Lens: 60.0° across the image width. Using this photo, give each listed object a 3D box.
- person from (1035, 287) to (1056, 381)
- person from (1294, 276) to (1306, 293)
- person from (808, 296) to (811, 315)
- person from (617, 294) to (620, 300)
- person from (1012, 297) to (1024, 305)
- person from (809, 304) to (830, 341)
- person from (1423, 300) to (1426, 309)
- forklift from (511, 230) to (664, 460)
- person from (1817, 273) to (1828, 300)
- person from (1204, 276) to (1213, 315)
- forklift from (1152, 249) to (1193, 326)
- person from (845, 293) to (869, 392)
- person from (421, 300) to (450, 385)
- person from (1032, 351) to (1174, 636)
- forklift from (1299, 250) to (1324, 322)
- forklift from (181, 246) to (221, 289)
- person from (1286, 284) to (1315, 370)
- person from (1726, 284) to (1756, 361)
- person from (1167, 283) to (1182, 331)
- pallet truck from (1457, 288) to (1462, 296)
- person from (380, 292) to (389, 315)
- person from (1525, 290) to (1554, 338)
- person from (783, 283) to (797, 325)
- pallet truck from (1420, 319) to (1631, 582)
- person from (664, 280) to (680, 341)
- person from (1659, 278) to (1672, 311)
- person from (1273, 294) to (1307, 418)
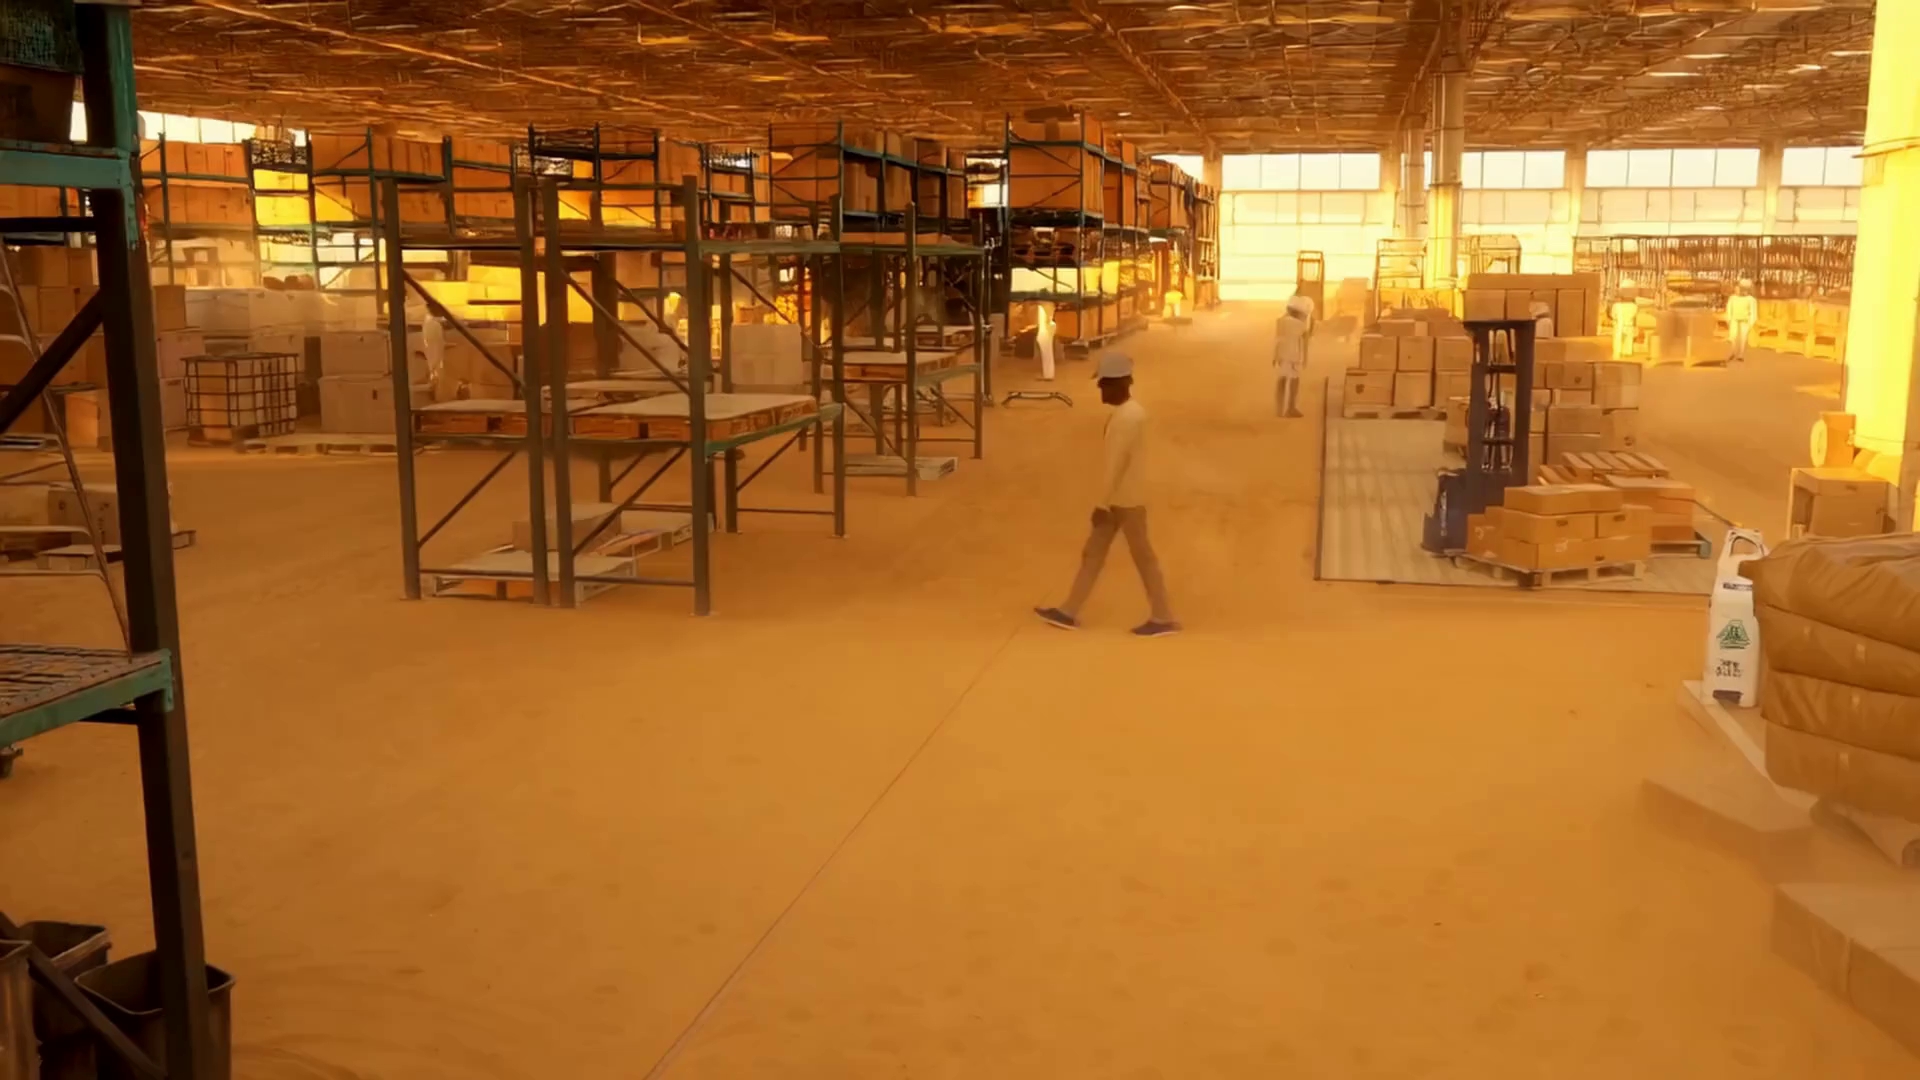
[{"bbox_3d":[1.756,-4.200,33.929,0.371,1.915,0.595,5,11,29],"label":"person"},{"bbox_3d":[17.327,-12.736,84.388,0.647,1.936,1.009,-3,10,-17],"label":"person"},{"bbox_3d":[-5.619,-9.163,64.152,0.497,1.633,0.285,-1,10,-3],"label":"person"},{"bbox_3d":[-8.446,-5.242,40.949,0.518,1.632,0.314,0,10,1],"label":"person"},{"bbox_3d":[2.030,-8.359,59.003,0.533,1.767,0.326,9,13,42],"label":"person"},{"bbox_3d":[-2.929,-4.147,34.510,0.529,1.621,0.598,7,12,35],"label":"person"},{"bbox_3d":[15.854,-7.806,56.119,0.270,1.631,0.506,-7,12,-35],"label":"person"},{"bbox_3d":[-4.719,-2.488,20.937,1.873,2.768,1.129,9,13,43],"label":"forklift"},{"bbox_3d":[40.708,-11.708,78.708,0.647,1.810,0.607,6,11,33],"label":"person"},{"bbox_3d":[11.083,-10.943,74.363,0.394,1.750,0.529,-7,12,-34],"label":"person"},{"bbox_3d":[7.646,-9.320,61.395,1.873,2.768,1.129,2,10,11],"label":"forklift"},{"bbox_3d":[-1.813,-3.676,31.045,0.698,1.852,0.529,-8,12,-38],"label":"person"},{"bbox_3d":[-8.655,-3.025,27.278,0.804,1.816,0.627,-1,10,-7],"label":"person"},{"bbox_3d":[0.978,-0.288,10.888,0.960,1.877,0.596,-1,10,-6],"label":"person"},{"bbox_3d":[13.778,-10.002,65.433,1.129,2.768,1.873,2,10,12],"label":"forklift"},{"bbox_3d":[-20.388,-6.521,44.821,1.129,2.768,1.873,3,10,15],"label":"forklift"},{"bbox_3d":[7.534,-4.705,36.861,0.638,1.927,0.912,2,10,11],"label":"person"},{"bbox_3d":[19.101,-5.334,40.730,0.649,1.885,0.751,4,10,22],"label":"person"},{"bbox_3d":[7.407,-8.055,57.512,0.531,1.647,0.890,1,10,4],"label":"person"},{"bbox_3d":[20.506,-9.785,68.819,0.653,1.274,1.630,2,10,12],"label":"pallet truck"},{"bbox_3d":[-13.608,-5.043,39.587,0.324,1.689,0.537,-4,10,-21],"label":"person"},{"bbox_3d":[8.199,-2.554,23.810,0.536,2.000,0.676,4,10,21],"label":"person"},{"bbox_3d":[-5.767,-7.876,56.336,0.539,1.698,0.318,-8,13,-40],"label":"person"},{"bbox_3d":[4.543,-0.757,13.299,0.823,1.965,1.885,-4,10,-22],"label":"pallet truck"},{"bbox_3d":[-7.694,-5.947,44.259,0.671,1.913,0.565,-4,11,-24],"label":"person"},{"bbox_3d":[24.632,-8.226,58.074,0.403,1.817,0.601,7,12,36],"label":"person"},{"bbox_3d":[5.180,-2.876,26.091,0.597,1.921,0.416,9,13,42],"label":"person"}]
